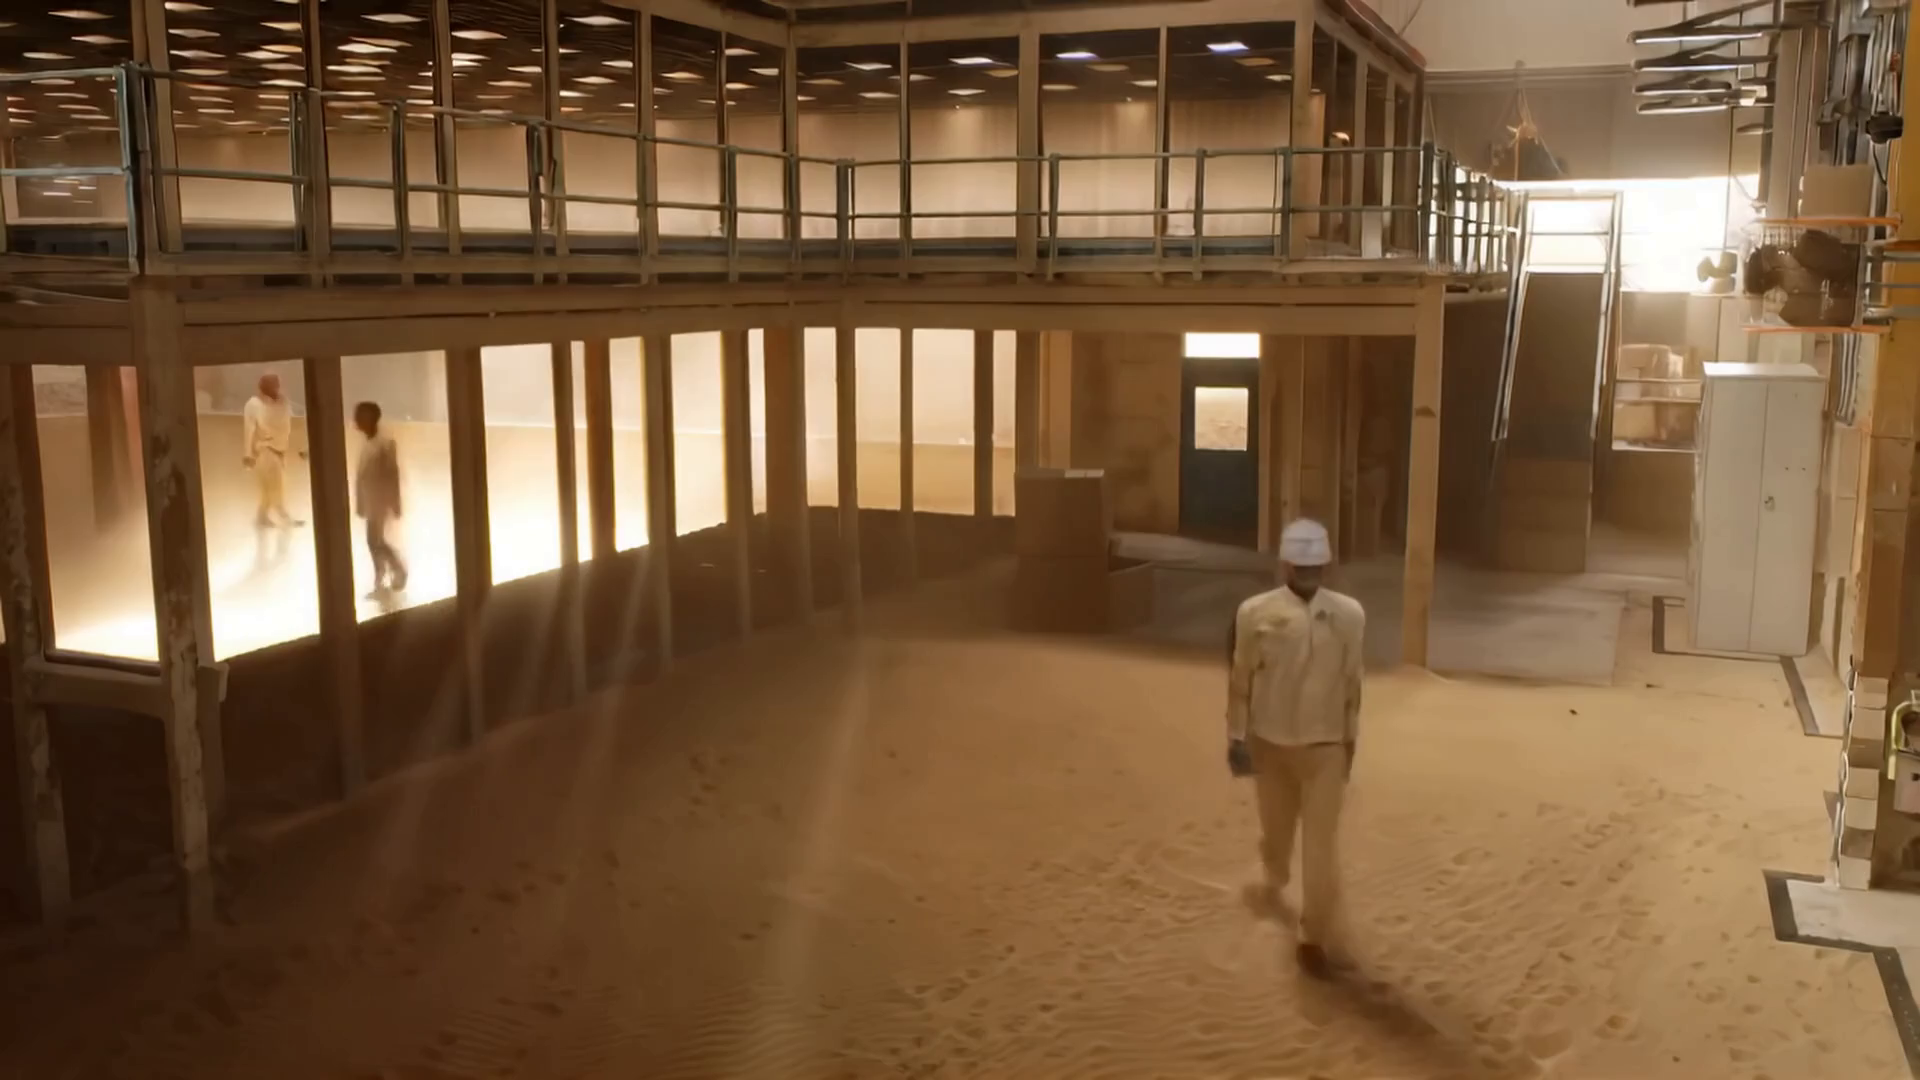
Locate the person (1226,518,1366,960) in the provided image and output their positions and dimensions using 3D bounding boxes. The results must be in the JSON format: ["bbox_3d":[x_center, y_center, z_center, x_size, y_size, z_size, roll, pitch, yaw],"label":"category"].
[{"bbox_3d":[1.533,0.847,7.685,0.626,1.963,0.894,0,9,1],"label":"person"}]
